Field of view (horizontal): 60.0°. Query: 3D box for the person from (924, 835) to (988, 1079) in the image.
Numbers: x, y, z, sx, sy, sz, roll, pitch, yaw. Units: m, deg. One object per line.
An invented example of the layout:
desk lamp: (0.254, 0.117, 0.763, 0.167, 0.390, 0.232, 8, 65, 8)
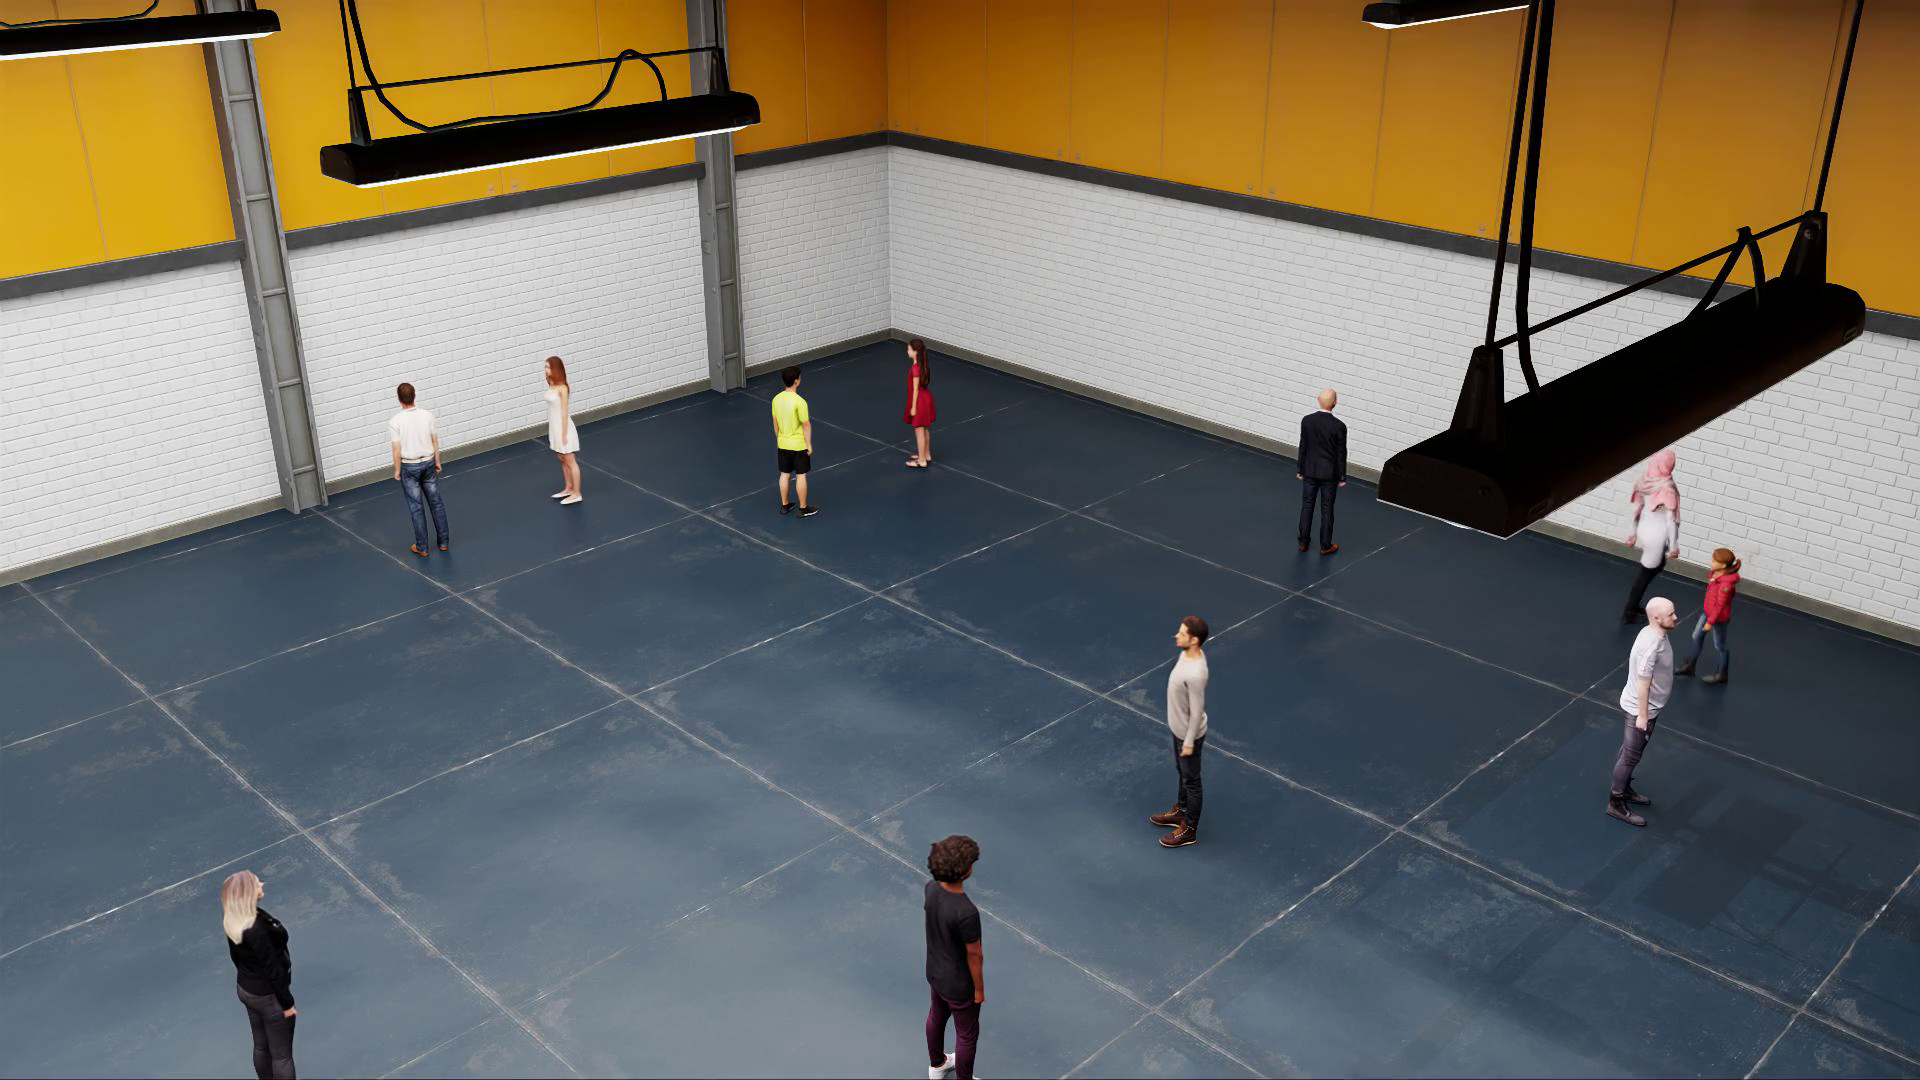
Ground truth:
person: (-0.035, 2.539, 9.912, 0.593, 1.784, 0.635, -18, 29, -35)

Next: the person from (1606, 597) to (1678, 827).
person: (5.229, 1.269, 12.757, 0.776, 1.832, 0.623, 12, 27, 26)

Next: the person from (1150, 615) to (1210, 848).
person: (1.701, 1.407, 12.397, 0.782, 1.868, 0.740, -2, 24, -4)

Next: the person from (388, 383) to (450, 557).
person: (-5.650, -0.746, 17.339, 0.515, 1.853, 0.739, -18, 30, -36)

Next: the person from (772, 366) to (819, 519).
person: (-1.836, -1.086, 18.297, 0.675, 1.709, 0.623, 13, 27, 27)

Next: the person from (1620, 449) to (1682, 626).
person: (6.457, 0.005, 15.700, 0.827, 1.791, 0.775, -3, 24, -6)

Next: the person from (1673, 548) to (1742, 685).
person: (6.784, 0.688, 14.753, 0.802, 1.297, 0.742, -1, 24, -1)

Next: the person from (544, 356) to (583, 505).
person: (-4.460, -1.254, 18.680, 0.572, 1.709, 0.591, -15, 28, -31)

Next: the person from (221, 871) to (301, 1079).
person: (-4.079, 2.667, 9.740, 0.624, 1.686, 0.559, 18, 29, 35)

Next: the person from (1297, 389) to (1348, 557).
person: (3.765, -0.716, 17.337, 0.730, 1.800, 0.674, 13, 27, 28)

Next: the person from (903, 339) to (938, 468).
person: (-0.471, -1.640, 19.762, 0.734, 1.551, 0.674, 5, 24, 11)
